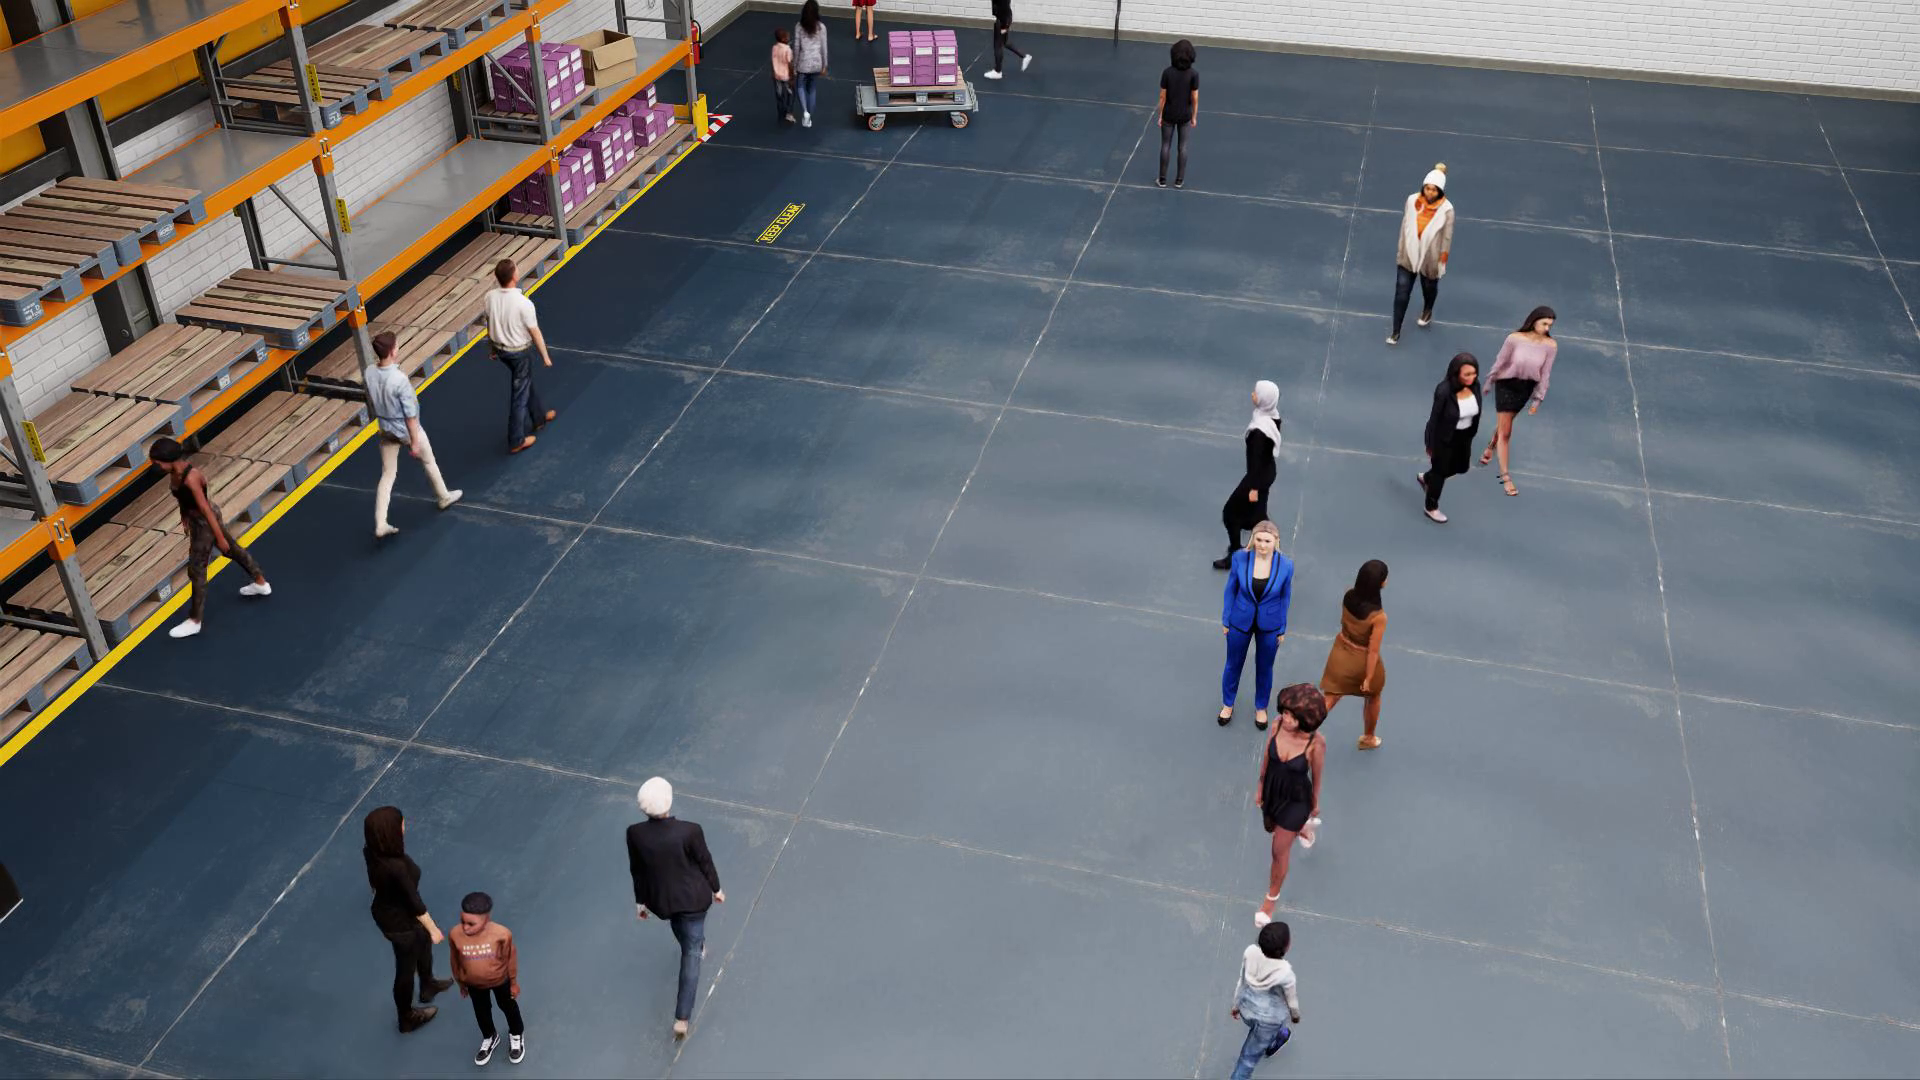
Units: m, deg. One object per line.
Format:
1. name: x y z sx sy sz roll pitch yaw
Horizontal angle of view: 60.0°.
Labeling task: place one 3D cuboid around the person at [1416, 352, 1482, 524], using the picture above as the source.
1. person: 4.123 -0.919 14.225 0.857 1.604 0.915 -19 38 -27

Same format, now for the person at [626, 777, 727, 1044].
1. person: -1.619 2.163 9.719 0.783 1.741 1.135 6 34 9

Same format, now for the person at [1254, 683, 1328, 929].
1. person: 2.075 1.561 10.358 0.872 1.754 1.125 27 42 34

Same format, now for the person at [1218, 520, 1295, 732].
1. person: 2.104 0.591 11.865 0.622 1.701 0.554 6 34 9

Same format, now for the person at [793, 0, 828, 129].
1. person: -1.997 -6.331 22.272 0.810 1.709 0.912 -9 35 -13

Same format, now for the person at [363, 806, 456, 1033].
1. person: -3.269 2.210 9.499 0.754 1.625 0.805 29 43 36

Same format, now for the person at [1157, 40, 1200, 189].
1. person: 2.681 -5.259 20.553 0.658 1.827 0.581 3 34 4

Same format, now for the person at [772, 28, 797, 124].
1. person: -2.412 -6.281 22.568 0.476 1.299 0.548 10 35 15

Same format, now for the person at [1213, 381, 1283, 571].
1. person: 2.480 -0.448 13.374 0.732 1.762 0.669 14 36 20

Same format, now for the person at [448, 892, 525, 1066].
1. person: -2.675 2.468 9.446 0.568 1.253 0.544 -1 34 -2

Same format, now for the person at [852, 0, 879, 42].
1. person: -1.487 -8.544 25.746 0.570 1.550 0.623 12 35 17

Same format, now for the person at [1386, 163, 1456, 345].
1. person: 4.805 -2.979 17.104 0.873 1.847 1.236 17 37 24

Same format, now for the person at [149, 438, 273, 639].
1. person: -5.803 -0.098 12.954 1.215 1.645 1.063 -20 39 -27

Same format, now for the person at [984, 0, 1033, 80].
1. person: 0.715 -7.506 24.073 0.797 1.673 0.927 2 34 2

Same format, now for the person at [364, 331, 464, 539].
1. person: -4.770 -0.852 13.938 0.771 1.810 1.240 14 36 20

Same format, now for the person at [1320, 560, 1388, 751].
1. person: 2.641 0.889 11.463 1.080 1.651 0.960 -21 39 -28

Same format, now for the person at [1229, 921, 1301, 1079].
1. person: 1.631 2.639 9.205 0.952 1.234 0.800 -25 41 -33

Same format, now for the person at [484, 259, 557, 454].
1. person: -4.103 -1.636 15.097 0.849 1.834 1.044 18 38 25

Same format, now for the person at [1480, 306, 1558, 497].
1. person: 4.852 -1.300 14.674 0.777 1.742 1.125 7 34 10
